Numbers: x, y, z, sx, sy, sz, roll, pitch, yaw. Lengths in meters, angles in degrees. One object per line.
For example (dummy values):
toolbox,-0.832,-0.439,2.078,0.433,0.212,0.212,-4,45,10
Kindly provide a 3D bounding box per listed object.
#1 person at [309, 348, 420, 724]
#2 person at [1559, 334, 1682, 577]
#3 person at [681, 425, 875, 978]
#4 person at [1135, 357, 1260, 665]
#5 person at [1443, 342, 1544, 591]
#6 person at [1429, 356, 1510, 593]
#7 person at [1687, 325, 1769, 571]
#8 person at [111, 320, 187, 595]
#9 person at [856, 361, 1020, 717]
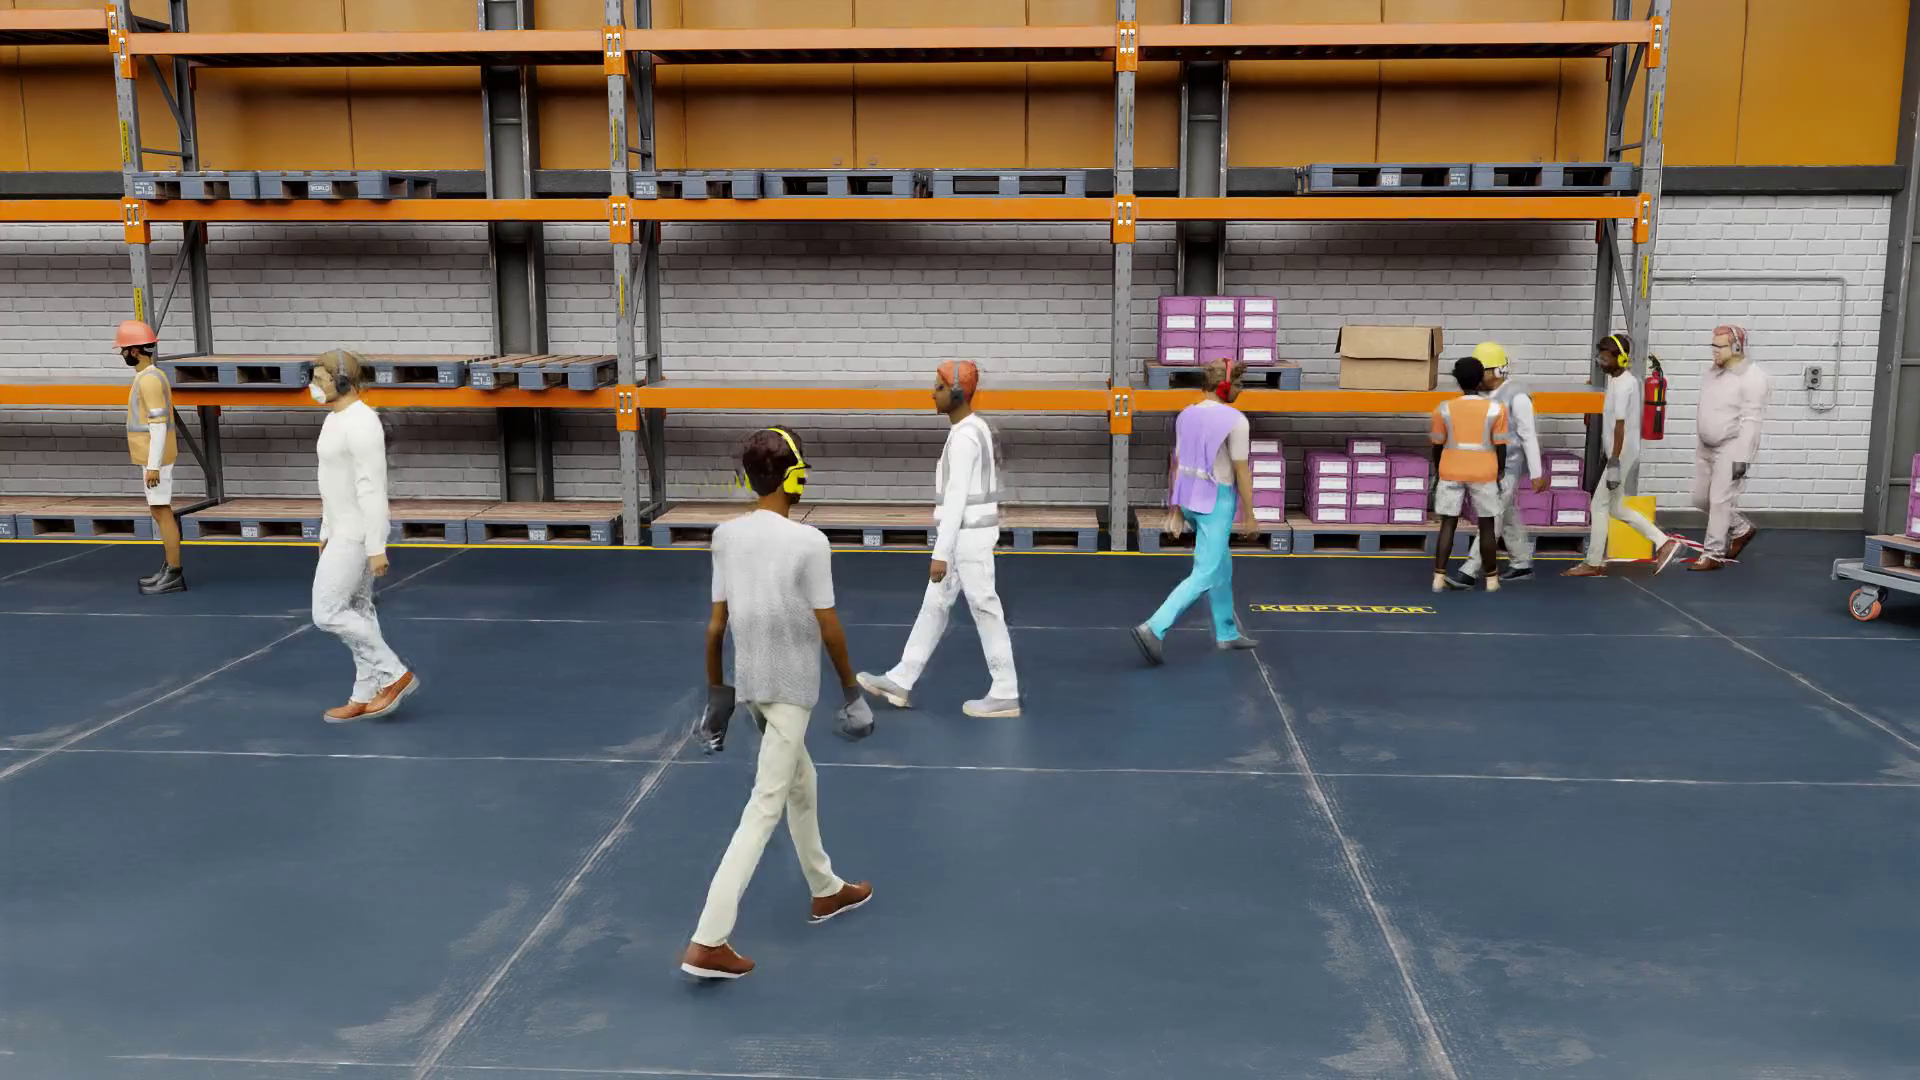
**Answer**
person,-3.111,-0.009,8.426,0.432,1.921,0.636,-5,11,-25
person,4.877,-0.595,12.169,0.766,1.831,0.566,4,10,20
person,-0.632,0.526,5.637,0.507,1.826,0.993,9,13,42
person,1.414,-0.173,9.765,0.907,1.805,0.556,-5,11,-28
person,3.829,-0.530,11.962,0.943,1.762,0.630,-3,10,-18
person,3.597,-0.461,11.785,0.551,1.699,0.365,4,11,24
person,5.820,-0.682,12.530,0.573,1.875,0.657,-3,10,-14
person,-5.724,-0.579,11.740,0.368,1.932,0.551,-5,11,-25
person,-0.109,0.011,8.541,0.924,1.841,0.606,0,10,1
